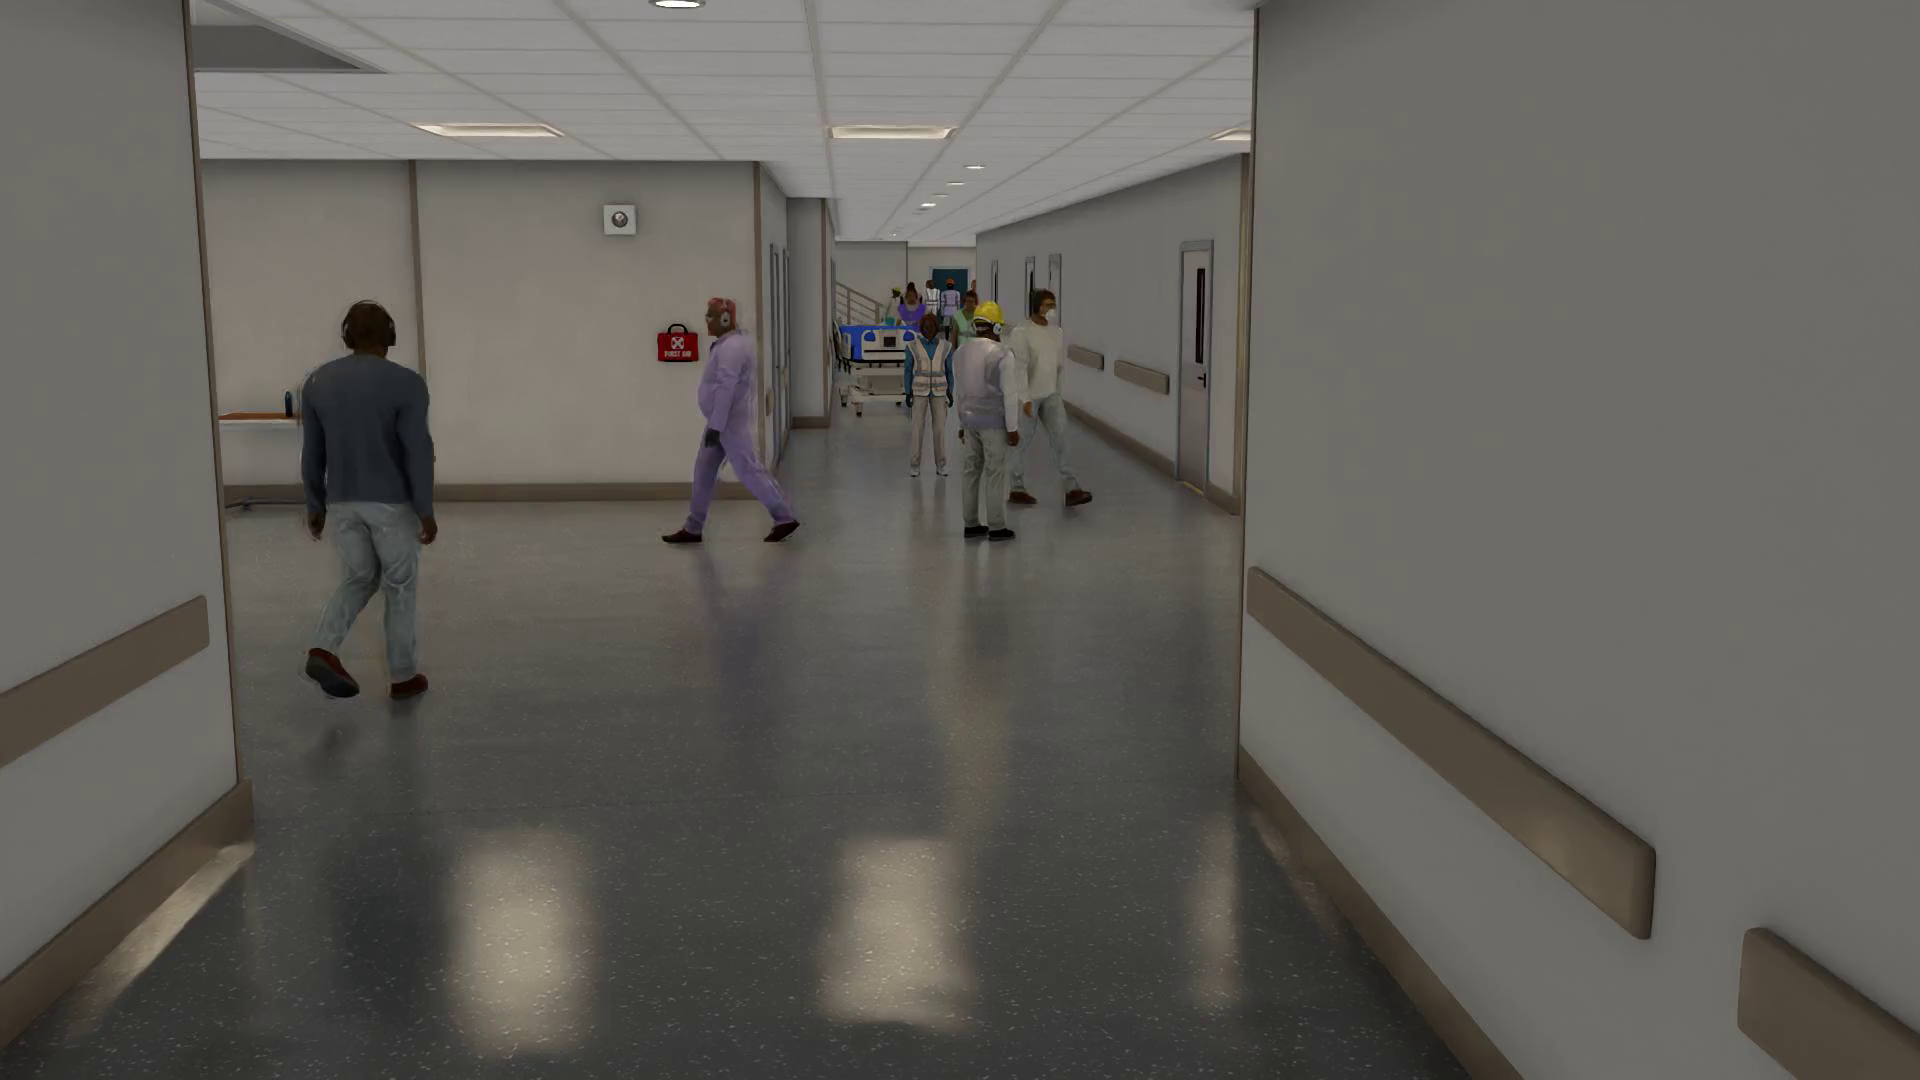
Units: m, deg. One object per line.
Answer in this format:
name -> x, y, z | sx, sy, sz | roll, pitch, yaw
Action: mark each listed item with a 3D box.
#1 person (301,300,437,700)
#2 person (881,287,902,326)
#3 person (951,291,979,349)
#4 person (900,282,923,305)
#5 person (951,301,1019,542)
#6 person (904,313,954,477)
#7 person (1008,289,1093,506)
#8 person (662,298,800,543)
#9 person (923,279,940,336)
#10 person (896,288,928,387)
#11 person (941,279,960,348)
person -> -2.796, -0.157, 7.760 | 0.658, 1.911, 0.630 | 2, 9, 13
person -> -1.792, -5.910, 44.472 | 0.676, 1.708, 0.593 | 5, 10, 30
person -> 0.160, -2.788, 24.662 | 0.600, 1.783, 0.964 | 3, 9, 18
person -> -1.319, -6.068, 45.079 | 0.634, 1.842, 0.429 | -1, 9, -9
person -> 0.209, -0.901, 12.708 | 0.594, 1.824, 0.403 | 8, 12, 41
person -> -0.310, -1.456, 16.758 | 0.514, 1.641, 0.309 | -1, 9, -9
person -> 0.759, -1.218, 14.463 | 0.636, 1.901, 0.948 | -7, 11, -37
person -> -1.719, -0.893, 12.537 | 0.998, 1.866, 0.638 | -3, 9, -16
person -> -0.947, -7.693, 55.153 | 0.574, 1.882, 0.356 | -2, 9, -13
person -> -0.889, -3.718, 30.476 | 0.584, 1.797, 0.965 | 2, 9, 10
person -> -0.267, -6.245, 45.918 | 0.543, 1.928, 0.374 | -1, 9, -8
